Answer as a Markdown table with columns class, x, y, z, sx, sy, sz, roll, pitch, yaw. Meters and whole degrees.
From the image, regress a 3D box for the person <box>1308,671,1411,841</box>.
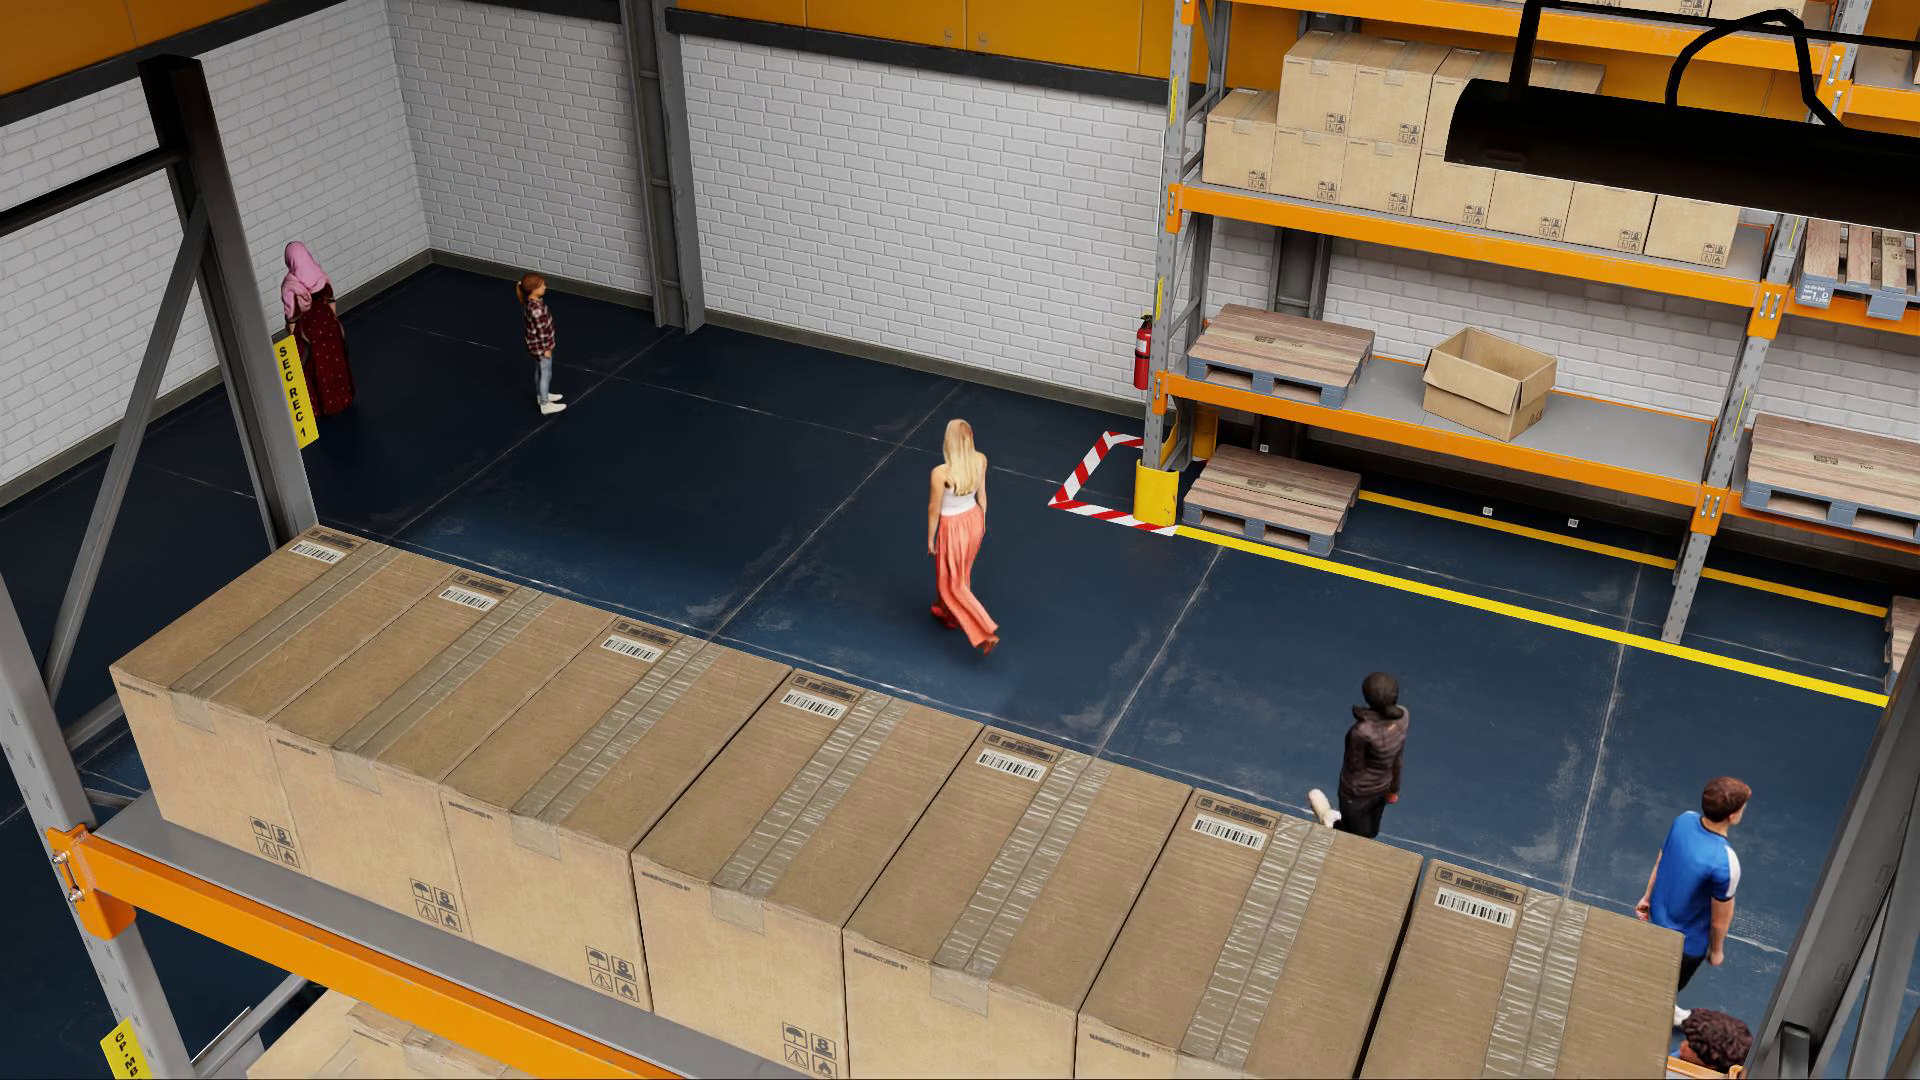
| class | x | y | z | sx | sy | sz | roll | pitch | yaw |
| --- | --- | --- | --- | --- | --- | --- | --- | --- | --- |
| person | 2.234 | 1.376 | 9.532 | 0.823 | 1.656 | 0.952 | 17 | 37 | 23 |

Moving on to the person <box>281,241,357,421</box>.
| class | x | y | z | sx | sy | sz | roll | pitch | yaw |
| --- | --- | --- | --- | --- | --- | --- | --- | --- | --- |
| person | -5.567 | -1.820 | 14.359 | 0.702 | 1.637 | 0.729 | 26 | 42 | 34 |

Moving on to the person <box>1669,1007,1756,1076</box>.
| class | x | y | z | sx | sy | sz | roll | pitch | yaw |
| --- | --- | --- | --- | --- | --- | --- | --- | --- | --- |
| person | 3.160 | 2.728 | 7.359 | 0.617 | 1.811 | 0.704 | 9 | 35 | 14 |

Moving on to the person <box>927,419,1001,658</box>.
| class | x | y | z | sx | sy | sz | roll | pitch | yaw |
| --- | --- | --- | --- | --- | --- | --- | --- | --- | --- |
| person | 0.046 | 0.012 | 11.472 | 0.969 | 1.781 | 1.172 | -21 | 39 | -29 |

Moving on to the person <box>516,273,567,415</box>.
| class | x | y | z | sx | sy | sz | roll | pitch | yaw |
| --- | --- | --- | --- | --- | --- | --- | --- | --- | --- |
| person | -3.678 | -1.734 | 14.531 | 0.663 | 1.303 | 0.598 | -12 | 36 | -18 |
